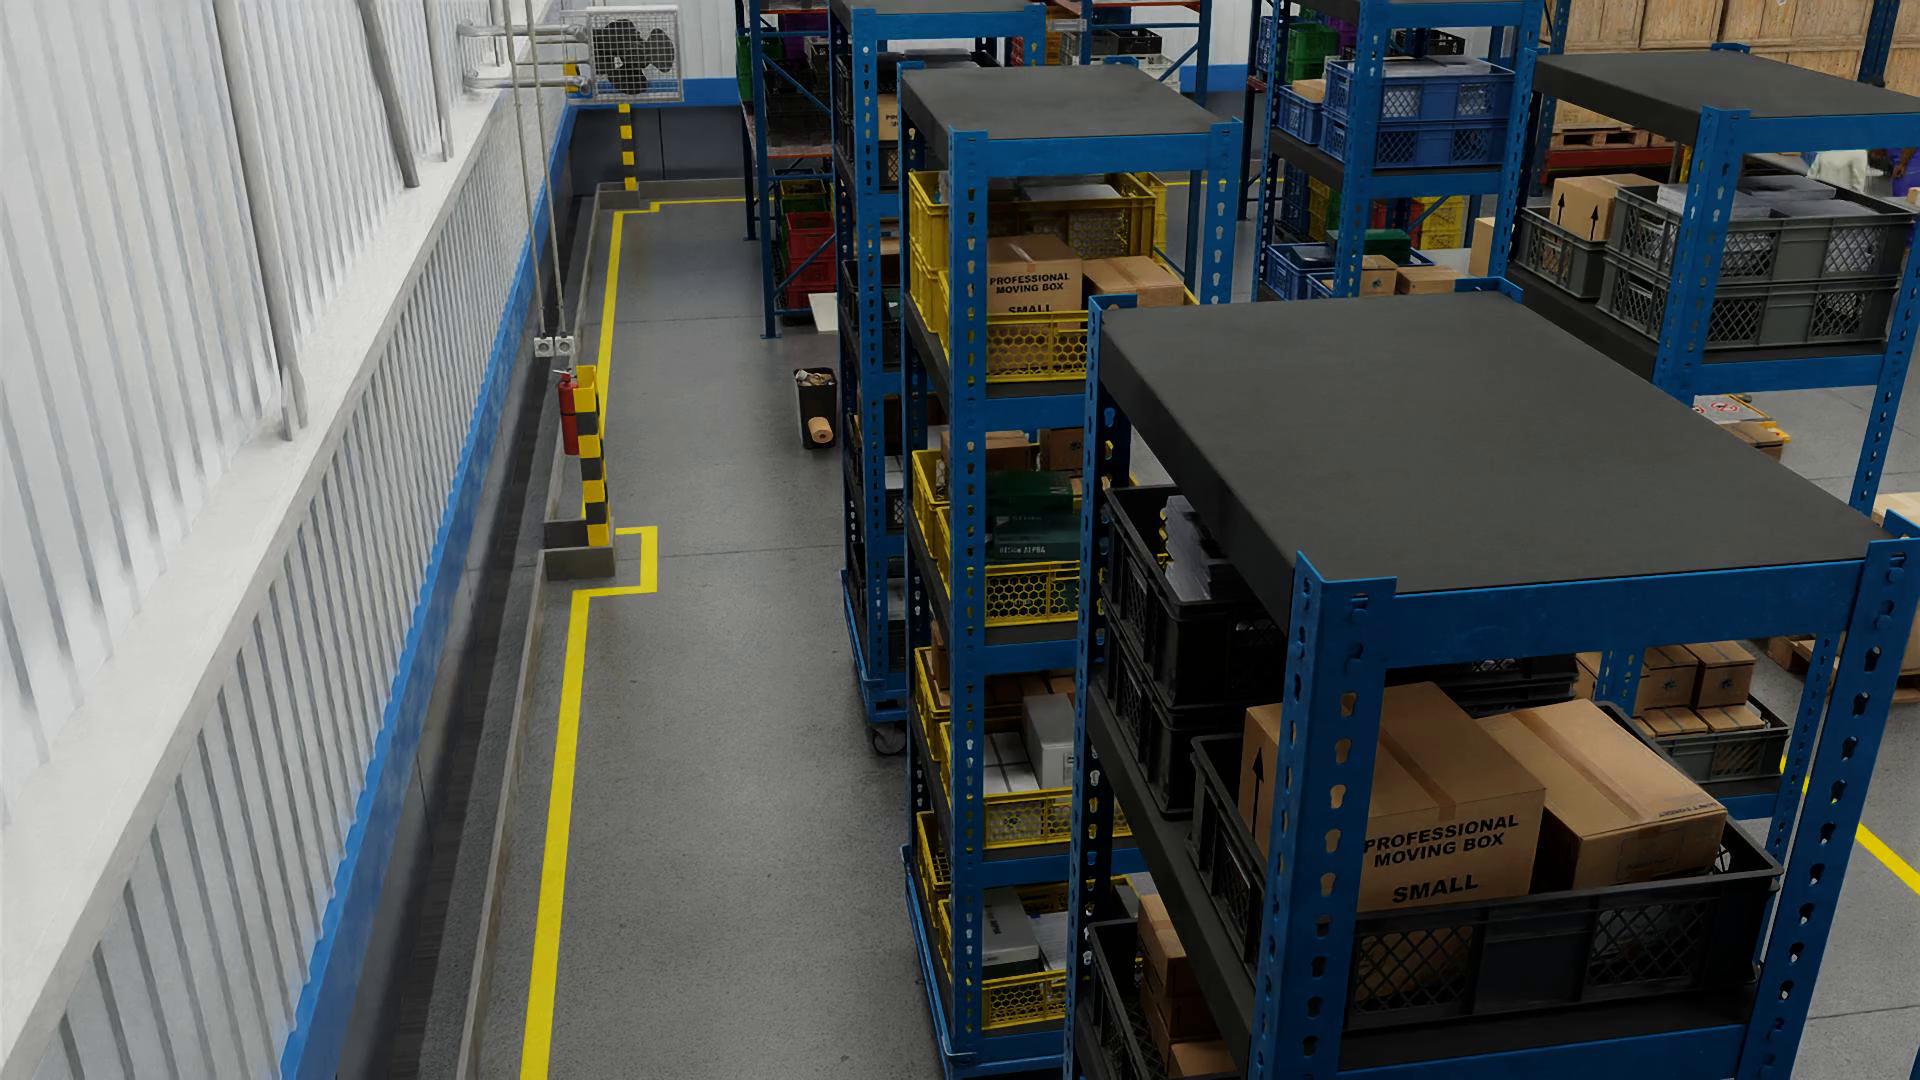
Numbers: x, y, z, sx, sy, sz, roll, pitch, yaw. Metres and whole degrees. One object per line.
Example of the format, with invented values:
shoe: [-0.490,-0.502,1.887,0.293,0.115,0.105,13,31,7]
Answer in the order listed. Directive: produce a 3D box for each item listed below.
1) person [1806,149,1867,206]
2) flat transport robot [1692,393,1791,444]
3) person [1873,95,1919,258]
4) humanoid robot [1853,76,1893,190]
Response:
person: [8.031,-3.129,15.375,0.946,1.708,0.533,-7,26,-15]
flat transport robot: [5.224,-0.859,12.132,1.431,0.197,0.652,-4,25,-8]
person: [9.417,-3.779,16.396,0.681,2.000,0.538,-15,29,-29]
humanoid robot: [9.375,-3.973,17.262,0.552,1.640,0.498,-10,27,-22]
